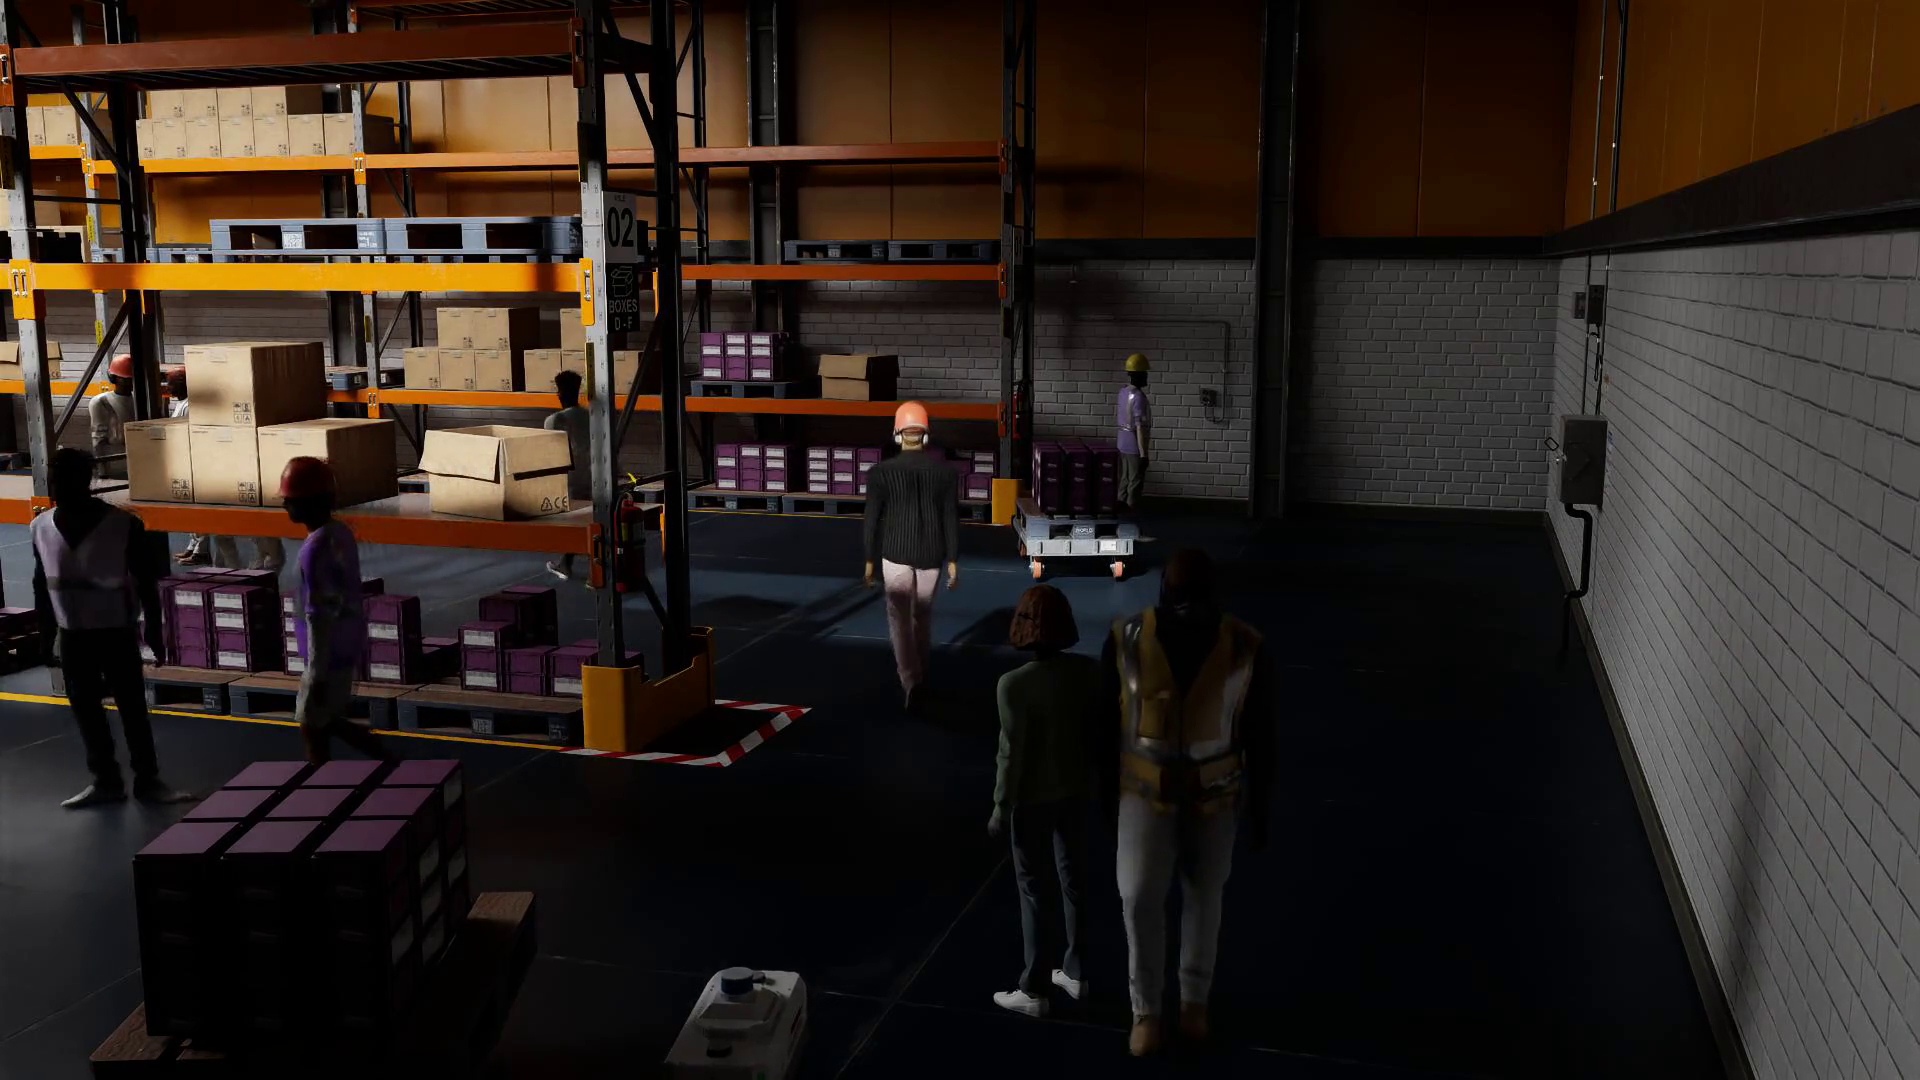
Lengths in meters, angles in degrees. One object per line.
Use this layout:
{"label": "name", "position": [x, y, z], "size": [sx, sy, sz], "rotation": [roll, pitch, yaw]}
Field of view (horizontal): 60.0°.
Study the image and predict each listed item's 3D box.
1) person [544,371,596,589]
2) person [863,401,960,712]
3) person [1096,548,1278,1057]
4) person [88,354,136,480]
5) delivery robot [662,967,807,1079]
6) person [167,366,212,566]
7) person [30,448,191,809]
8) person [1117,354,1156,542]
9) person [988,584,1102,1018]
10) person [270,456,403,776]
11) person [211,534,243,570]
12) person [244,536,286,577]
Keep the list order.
{"label": "person", "position": [-3.404, -0.533, 14.659], "size": [1.034, 1.906, 0.611], "rotation": [8, 12, 41]}
{"label": "person", "position": [-0.300, 0.099, 10.613], "size": [0.622, 1.968, 0.895], "rotation": [-2, 10, -12]}
{"label": "person", "position": [0.799, 0.938, 5.906], "size": [0.651, 1.821, 0.617], "rotation": [1, 9, 8]}
{"label": "person", "position": [-7.505, -0.661, 15.029], "size": [0.393, 2.034, 0.605], "rotation": [5, 10, 26]}
{"label": "delivery robot", "position": [-0.712, 1.618, 5.348], "size": [0.477, 0.478, 0.707], "rotation": [1, 9, 5]}
{"label": "person", "position": [-7.306, -0.703, 15.742], "size": [0.355, 1.883, 0.576], "rotation": [-6, 11, -31]}
{"label": "person", "position": [-4.408, 0.469, 8.577], "size": [0.680, 1.906, 0.407], "rotation": [0, 9, -2]}
{"label": "person", "position": [1.799, -0.943, 17.054], "size": [0.352, 1.929, 0.594], "rotation": [-2, 10, -15]}
{"label": "person", "position": [0.320, 0.976, 6.266], "size": [0.498, 1.634, 0.281], "rotation": [-8, 12, -40]}
{"label": "person", "position": [-3.003, 0.541, 8.033], "size": [0.652, 1.923, 0.570], "rotation": [-1, 9, -6]}
{"label": "person", "position": [-6.293, -0.276, 13.958], "size": [0.817, 1.602, 0.525], "rotation": [4, 10, 24]}
{"label": "person", "position": [-5.563, -0.178, 13.325], "size": [0.415, 1.623, 0.534], "rotation": [-1, 9, -4]}
